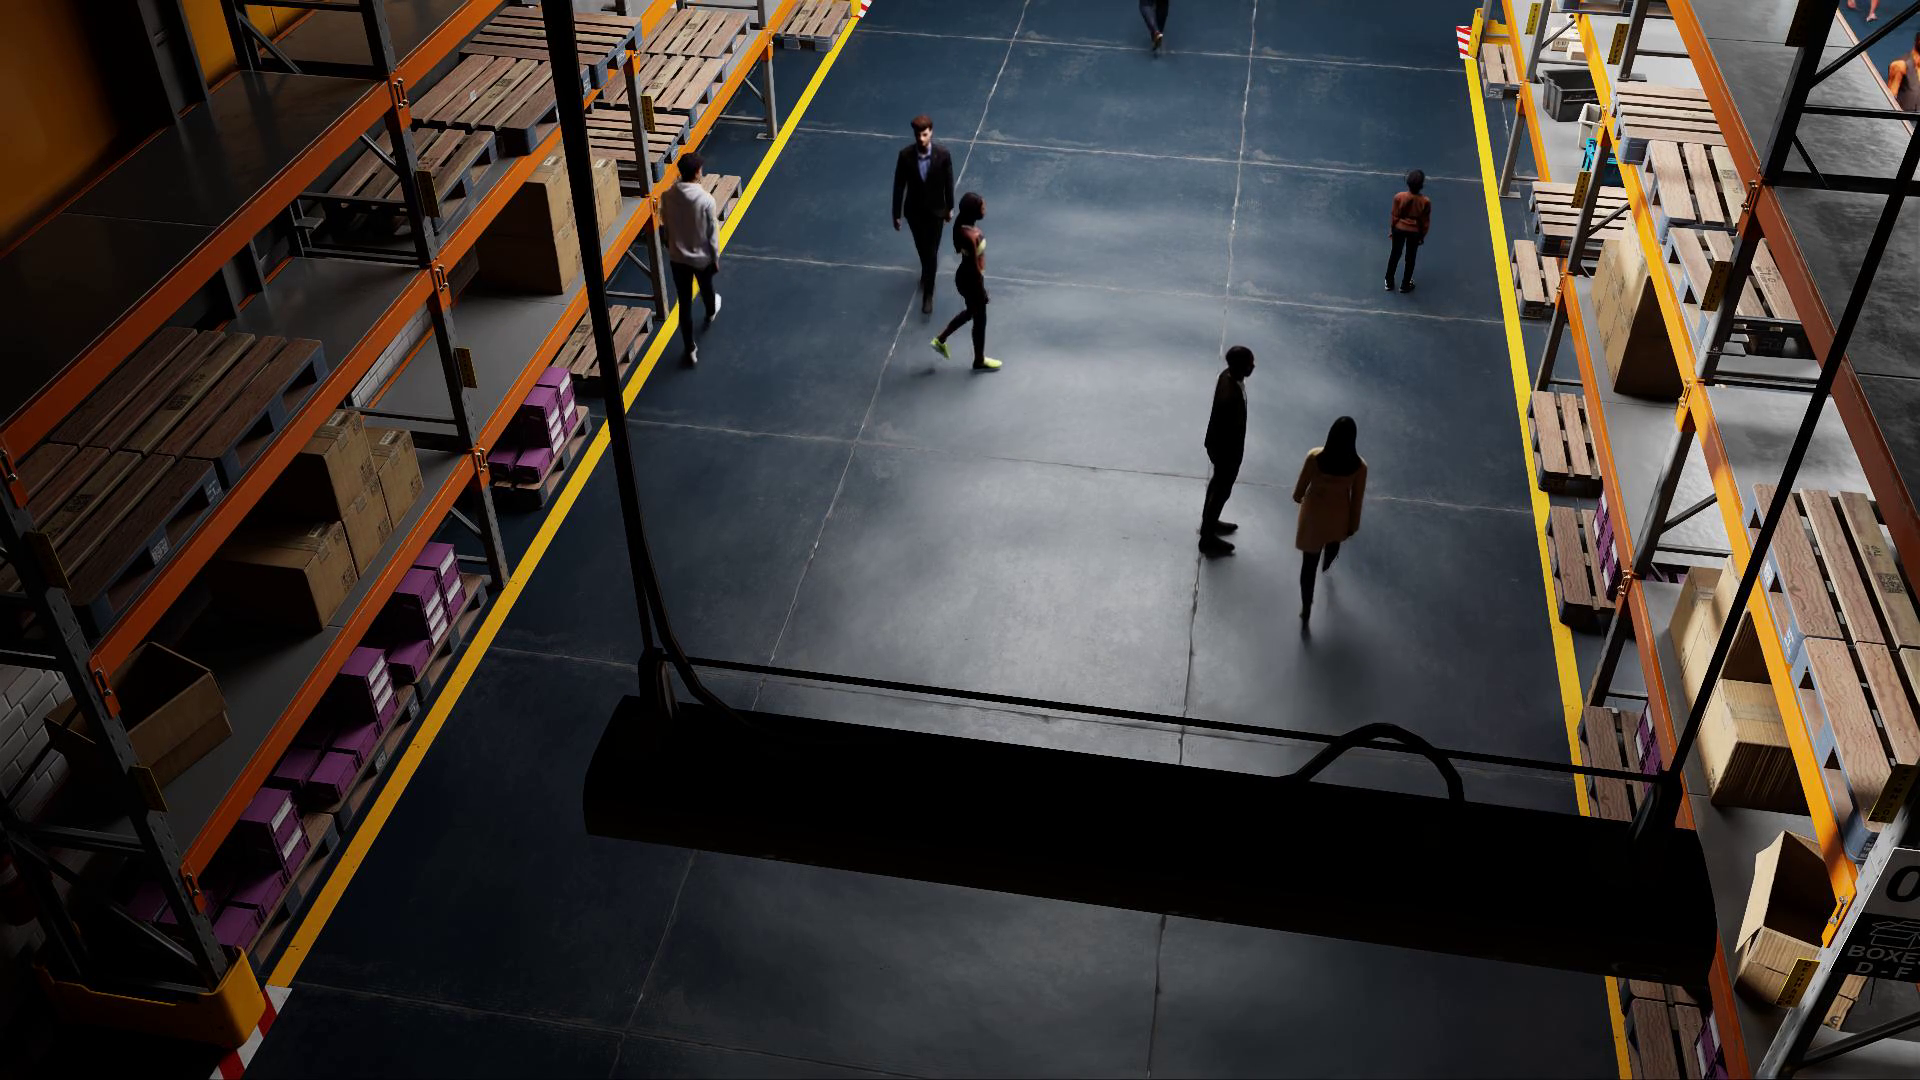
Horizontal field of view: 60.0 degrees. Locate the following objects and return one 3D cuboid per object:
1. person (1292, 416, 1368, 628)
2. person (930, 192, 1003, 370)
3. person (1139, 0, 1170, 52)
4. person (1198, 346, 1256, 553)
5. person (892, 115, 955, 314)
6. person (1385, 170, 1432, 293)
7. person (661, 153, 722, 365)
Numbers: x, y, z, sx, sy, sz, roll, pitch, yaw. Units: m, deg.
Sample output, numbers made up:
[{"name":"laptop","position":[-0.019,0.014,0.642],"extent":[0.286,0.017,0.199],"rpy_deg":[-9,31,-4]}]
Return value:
[{"name":"person","position":[2.620,-0.099,12.015],"extent":[0.693,1.635,1.088],"rpy_deg":[8,39,10]},{"name":"person","position":[0.032,-2.238,14.610],"extent":[0.777,1.740,0.882],"rpy_deg":[-6,39,-8]},{"name":"person","position":[2.450,-6.900,20.341],"extent":[0.921,1.873,1.073],"rpy_deg":[-9,39,-11]},{"name":"person","position":[2.009,-0.699,12.634],"extent":[0.726,1.799,0.526],"rpy_deg":[4,39,4]},{"name":"person","position":[-0.331,-3.143,15.667],"extent":[0.818,1.835,1.238],"rpy_deg":[2,39,3]},{"name":"person","position":[4.277,-2.959,15.901],"extent":[0.563,1.255,0.544],"rpy_deg":[15,41,18]},{"name":"person","position":[-2.400,-2.451,14.772],"extent":[0.843,1.870,1.240],"rpy_deg":[-1,39,-1]}]
